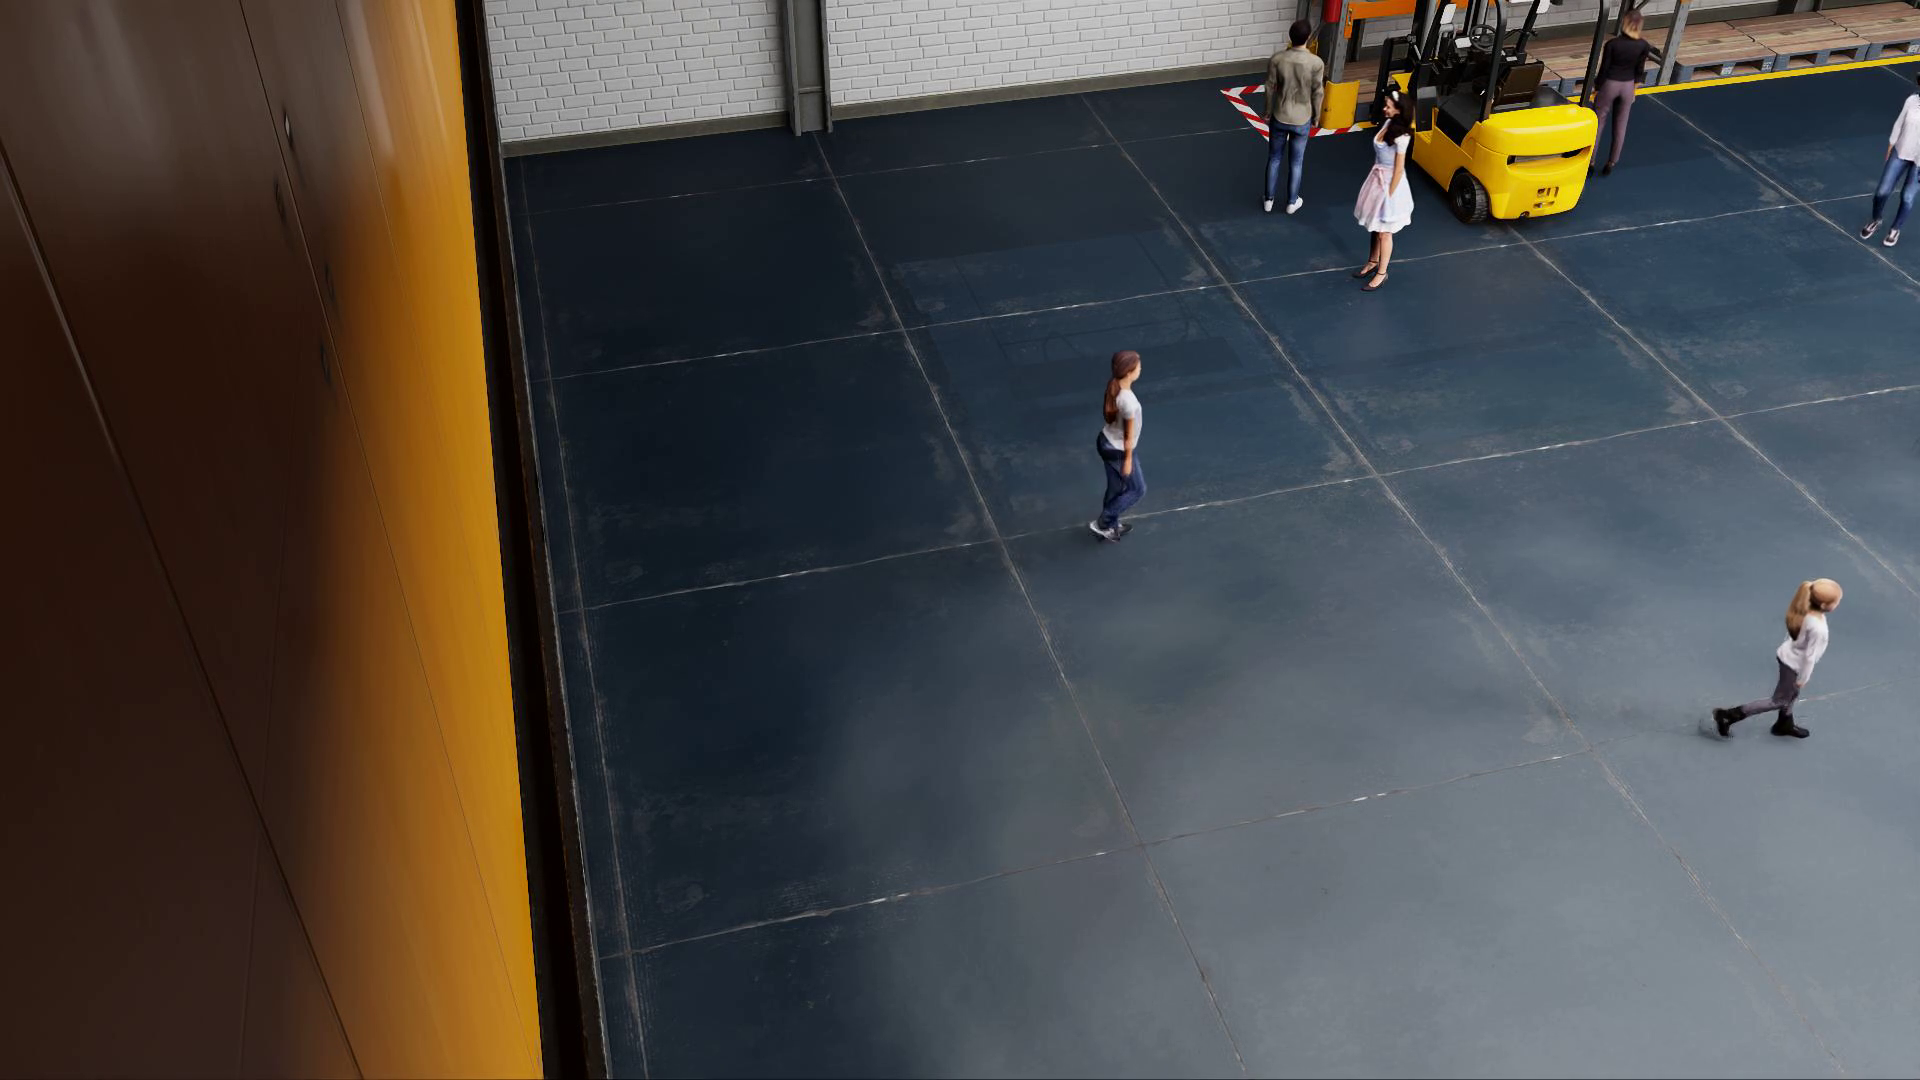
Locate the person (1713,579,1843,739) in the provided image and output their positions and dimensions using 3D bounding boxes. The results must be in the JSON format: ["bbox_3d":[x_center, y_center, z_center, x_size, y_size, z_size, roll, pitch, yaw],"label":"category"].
[{"bbox_3d":[5.012,0.744,10.127,0.924,1.261,0.720,6,39,8],"label":"person"}]

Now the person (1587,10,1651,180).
[{"bbox_3d":[6.350,-4.311,16.129,0.571,1.671,0.715,0,39,1],"label":"person"}]

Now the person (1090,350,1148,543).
[{"bbox_3d":[1.053,-0.625,11.606,0.622,1.555,0.558,-12,40,-14],"label":"person"}]

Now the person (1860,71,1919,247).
[{"bbox_3d":[8.694,-3.514,15.109,0.757,1.697,0.793,27,46,29],"label":"person"}]

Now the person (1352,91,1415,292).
[{"bbox_3d":[3.675,-3.012,14.387,0.752,1.815,0.729,-5,39,-6],"label":"person"}]

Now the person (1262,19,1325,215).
[{"bbox_3d":[3.079,-3.932,15.498,0.733,1.866,0.852,11,40,13],"label":"person"}]
